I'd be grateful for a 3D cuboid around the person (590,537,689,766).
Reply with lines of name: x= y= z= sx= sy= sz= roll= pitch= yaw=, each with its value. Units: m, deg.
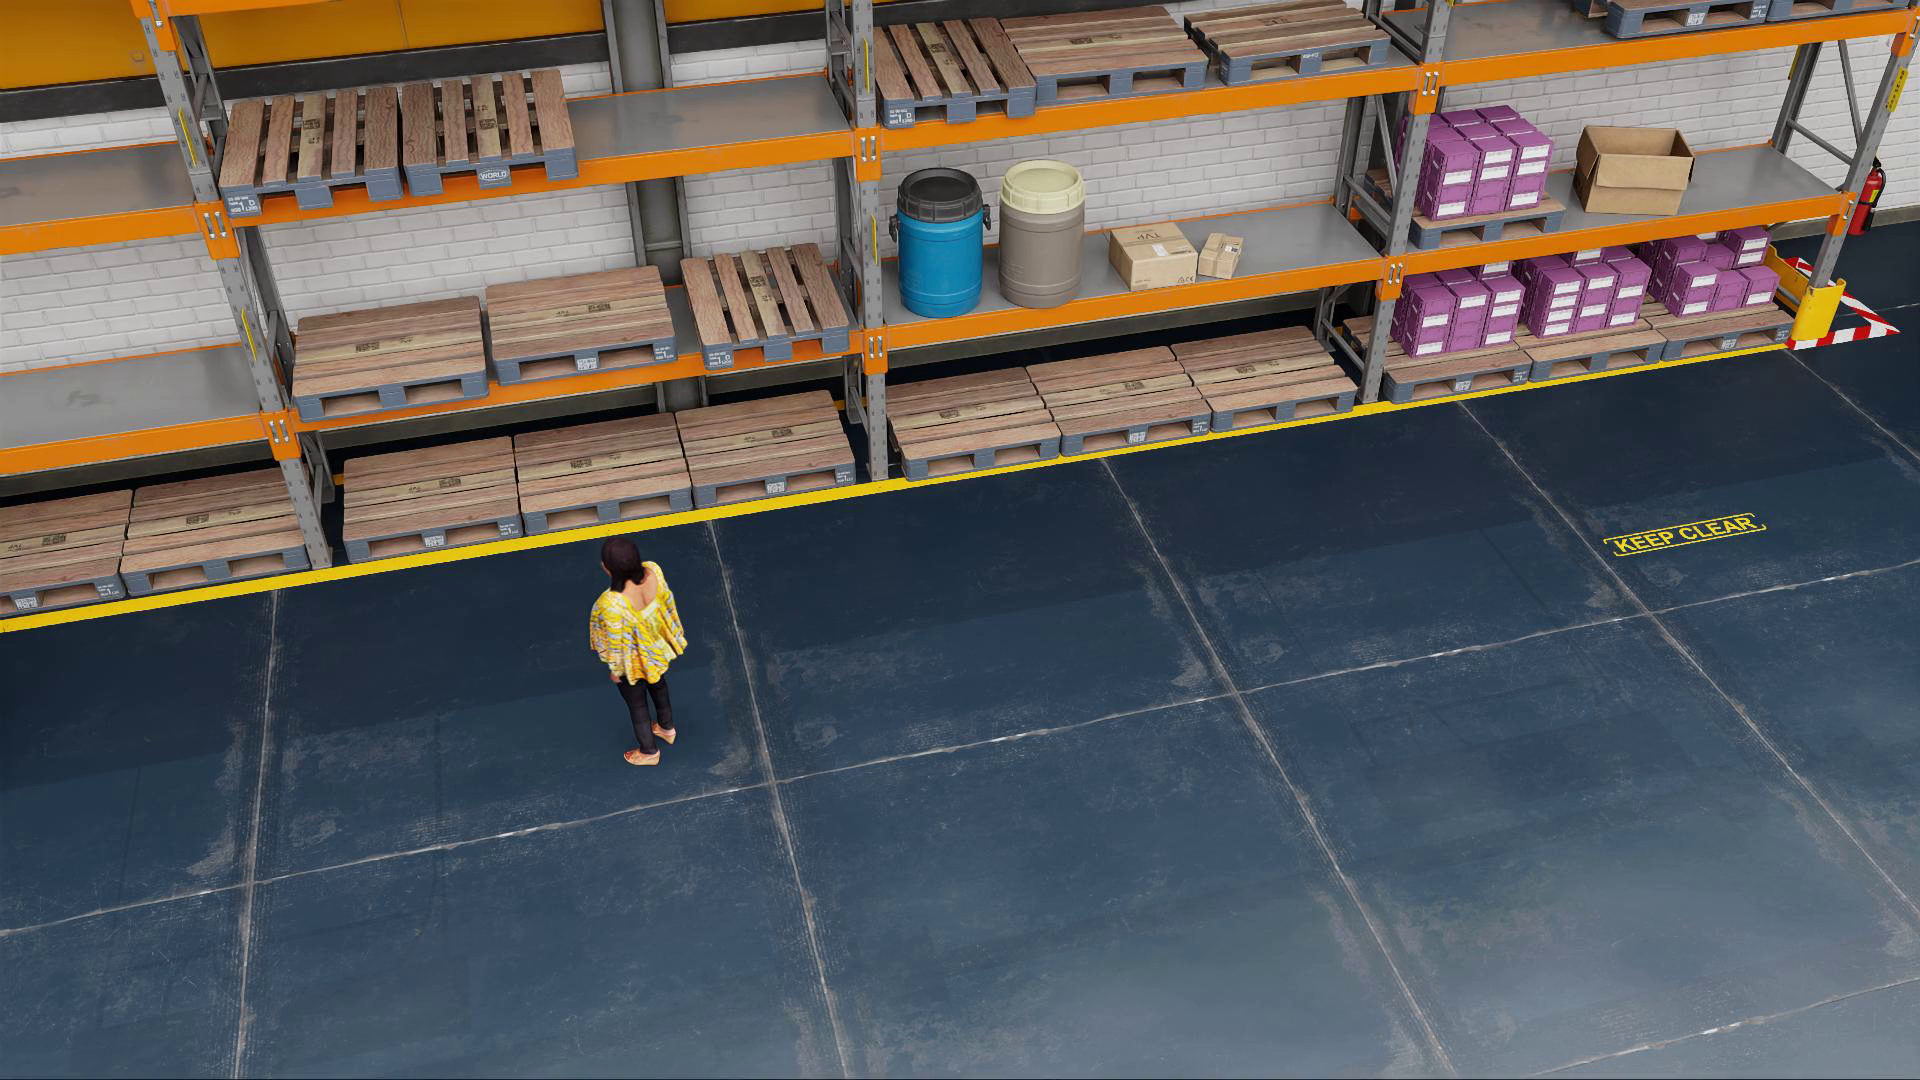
person: x=-1.883 y=0.649 z=9.737 sx=0.939 sy=1.655 sz=0.884 roll=15 pitch=41 yaw=18
